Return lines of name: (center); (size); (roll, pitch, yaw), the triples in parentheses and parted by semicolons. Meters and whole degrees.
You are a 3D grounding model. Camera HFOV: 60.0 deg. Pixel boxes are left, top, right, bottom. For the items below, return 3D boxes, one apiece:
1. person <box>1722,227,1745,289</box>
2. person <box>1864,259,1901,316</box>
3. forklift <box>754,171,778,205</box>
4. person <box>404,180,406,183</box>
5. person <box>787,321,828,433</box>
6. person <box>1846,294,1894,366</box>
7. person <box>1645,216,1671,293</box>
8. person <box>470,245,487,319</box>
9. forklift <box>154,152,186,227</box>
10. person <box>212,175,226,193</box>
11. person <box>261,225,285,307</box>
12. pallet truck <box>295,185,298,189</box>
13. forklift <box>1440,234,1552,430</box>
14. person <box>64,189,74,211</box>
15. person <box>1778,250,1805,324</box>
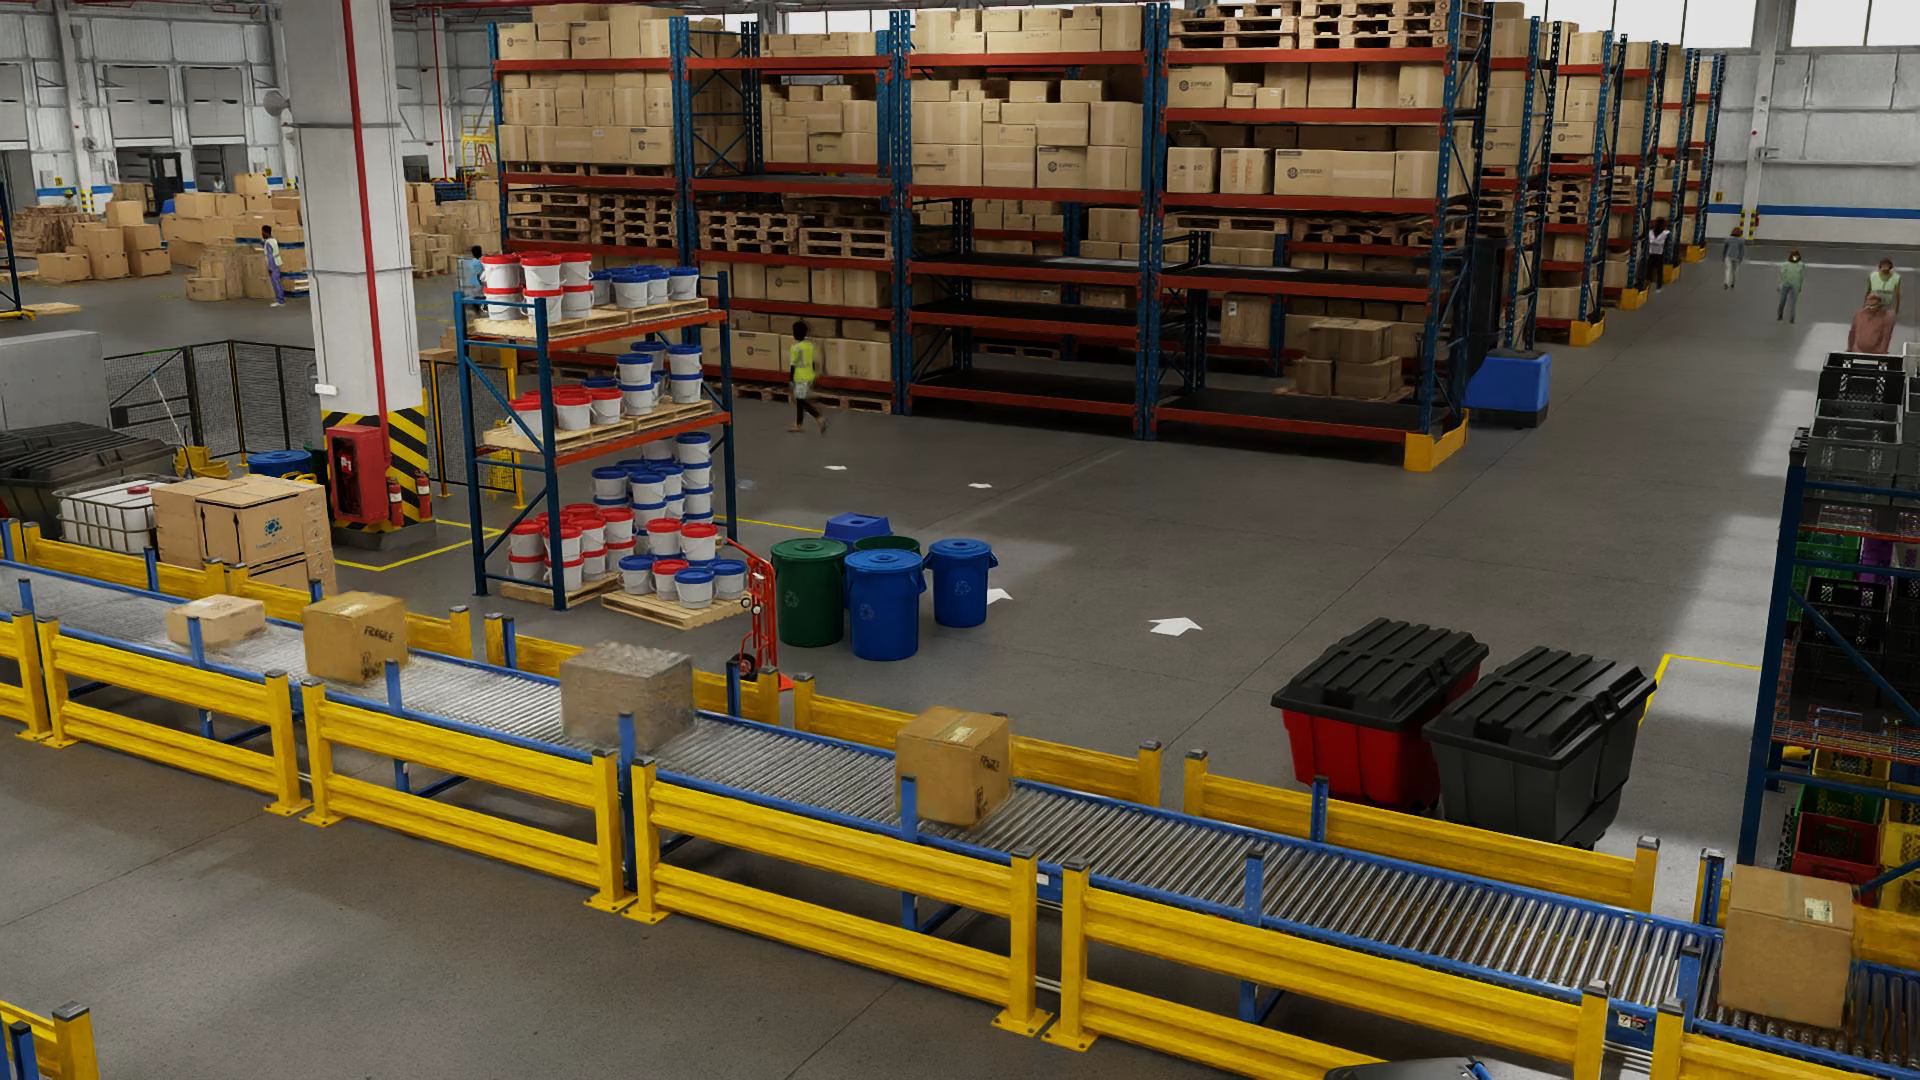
person: (19.934, -7.273, 42.904); (0.500, 1.595, 0.855); (7, 16, 25)
person: (17.947, -4.569, 32.390); (0.597, 1.792, 0.945); (6, 16, 20)
forklift: (-6.154, -10.489, 52.531); (1.129, 2.768, 1.873); (8, 17, 27)
person: (-22.940, -14.127, 68.062); (0.637, 1.920, 0.828); (0, 15, 2)
person: (-2.238, -2.349, 24.257); (0.728, 1.674, 0.532); (9, 17, 29)
person: (14.341, -2.984, 26.328); (1.028, 1.832, 0.691); (-12, 19, -37)
person: (17.637, -7.222, 42.094); (0.372, 1.916, 0.596); (-13, 19, -39)
person: (-10.537, -5.619, 36.499); (0.398, 1.680, 0.556); (-10, 18, -32)
forklift: (-29.681, -13.185, 62.665); (1.873, 2.768, 1.129); (8, 17, 28)
person: (-31.662, -14.773, 71.055); (0.546, 1.616, 0.596); (-8, 17, -28)
person: (-16.237, -6.480, 39.334); (0.392, 1.908, 0.588); (-3, 15, -10)
pallet truck: (-26.804, -14.617, 69.738); (1.885, 1.965, 0.823); (-14, 20, -42)
forklift: (7.902, -3.168, 25.008); (1.873, 2.768, 1.129); (8, 17, 28)
person: (-31.093, -11.375, 58.076); (0.516, 1.728, 0.486); (-1, 15, -2)
person: (18.246, -5.589, 36.568); (0.513, 1.593, 0.846); (4, 15, 14)
